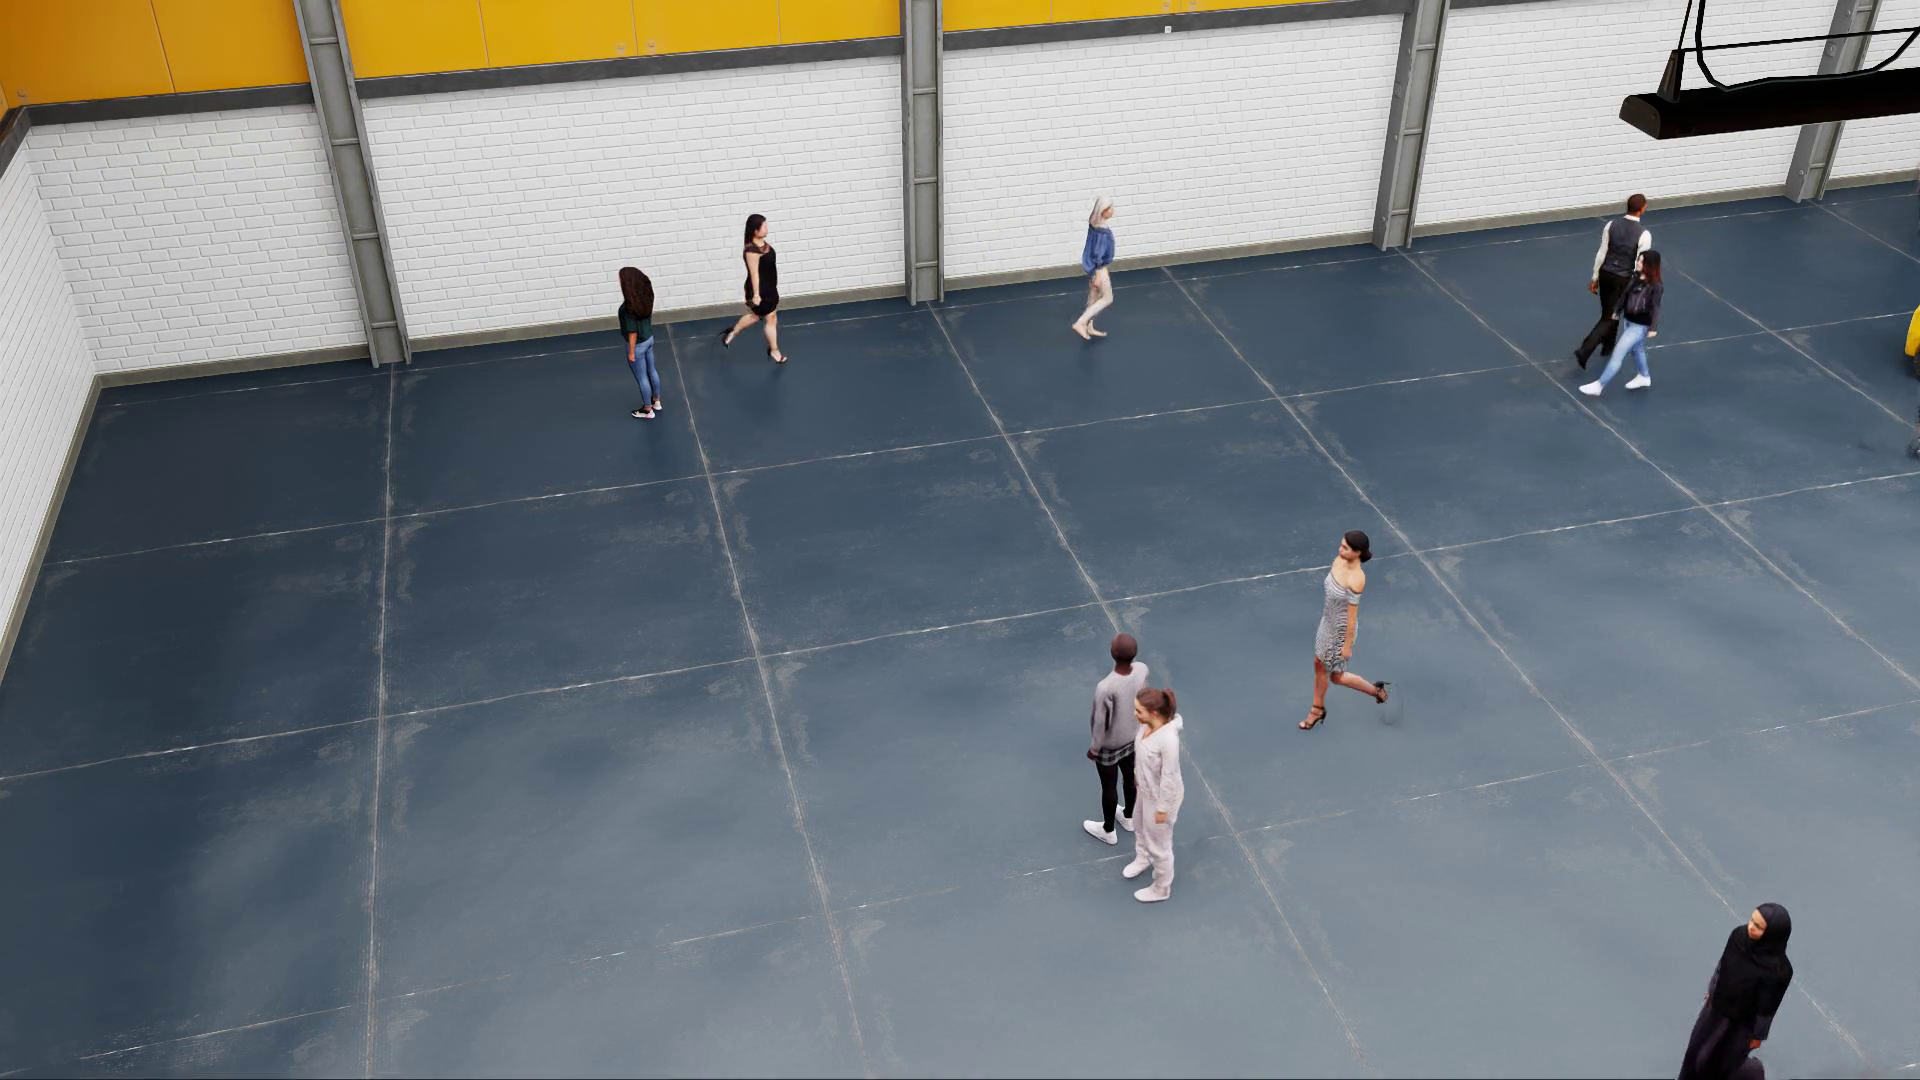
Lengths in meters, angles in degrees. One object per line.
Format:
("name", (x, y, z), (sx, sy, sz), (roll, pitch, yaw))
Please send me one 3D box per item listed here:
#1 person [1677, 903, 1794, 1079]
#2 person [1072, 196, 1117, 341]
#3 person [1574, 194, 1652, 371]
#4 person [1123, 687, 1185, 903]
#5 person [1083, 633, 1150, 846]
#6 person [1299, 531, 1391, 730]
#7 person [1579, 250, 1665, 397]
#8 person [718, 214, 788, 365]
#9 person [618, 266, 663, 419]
("person", (4.587, 2.723, 9.666), (0.771, 1.606, 0.610), (-7, 34, -11))
("person", (1.399, -2.931, 18.099), (0.702, 1.685, 0.647), (-6, 34, -9))
("person", (6.878, -2.697, 17.566), (1.317, 1.886, 1.046), (-24, 40, -31))
("person", (1.364, 1.658, 11.203), (0.579, 1.678, 0.635), (-9, 35, -14))
("person", (1.108, 1.369, 11.552), (0.610, 1.771, 0.749), (-24, 40, -31))
("person", (2.931, 0.700, 12.530), (0.930, 1.803, 0.636), (-6, 34, -8))
("person", (7.016, -2.215, 17.106), (1.108, 1.592, 0.738), (-5, 34, -7))
("person", (-2.205, -2.642, 17.654), (1.020, 1.697, 0.780), (-1, 34, -2))
("person", (-3.229, -1.997, 16.758), (0.757, 1.615, 0.714), (12, 35, 17))
